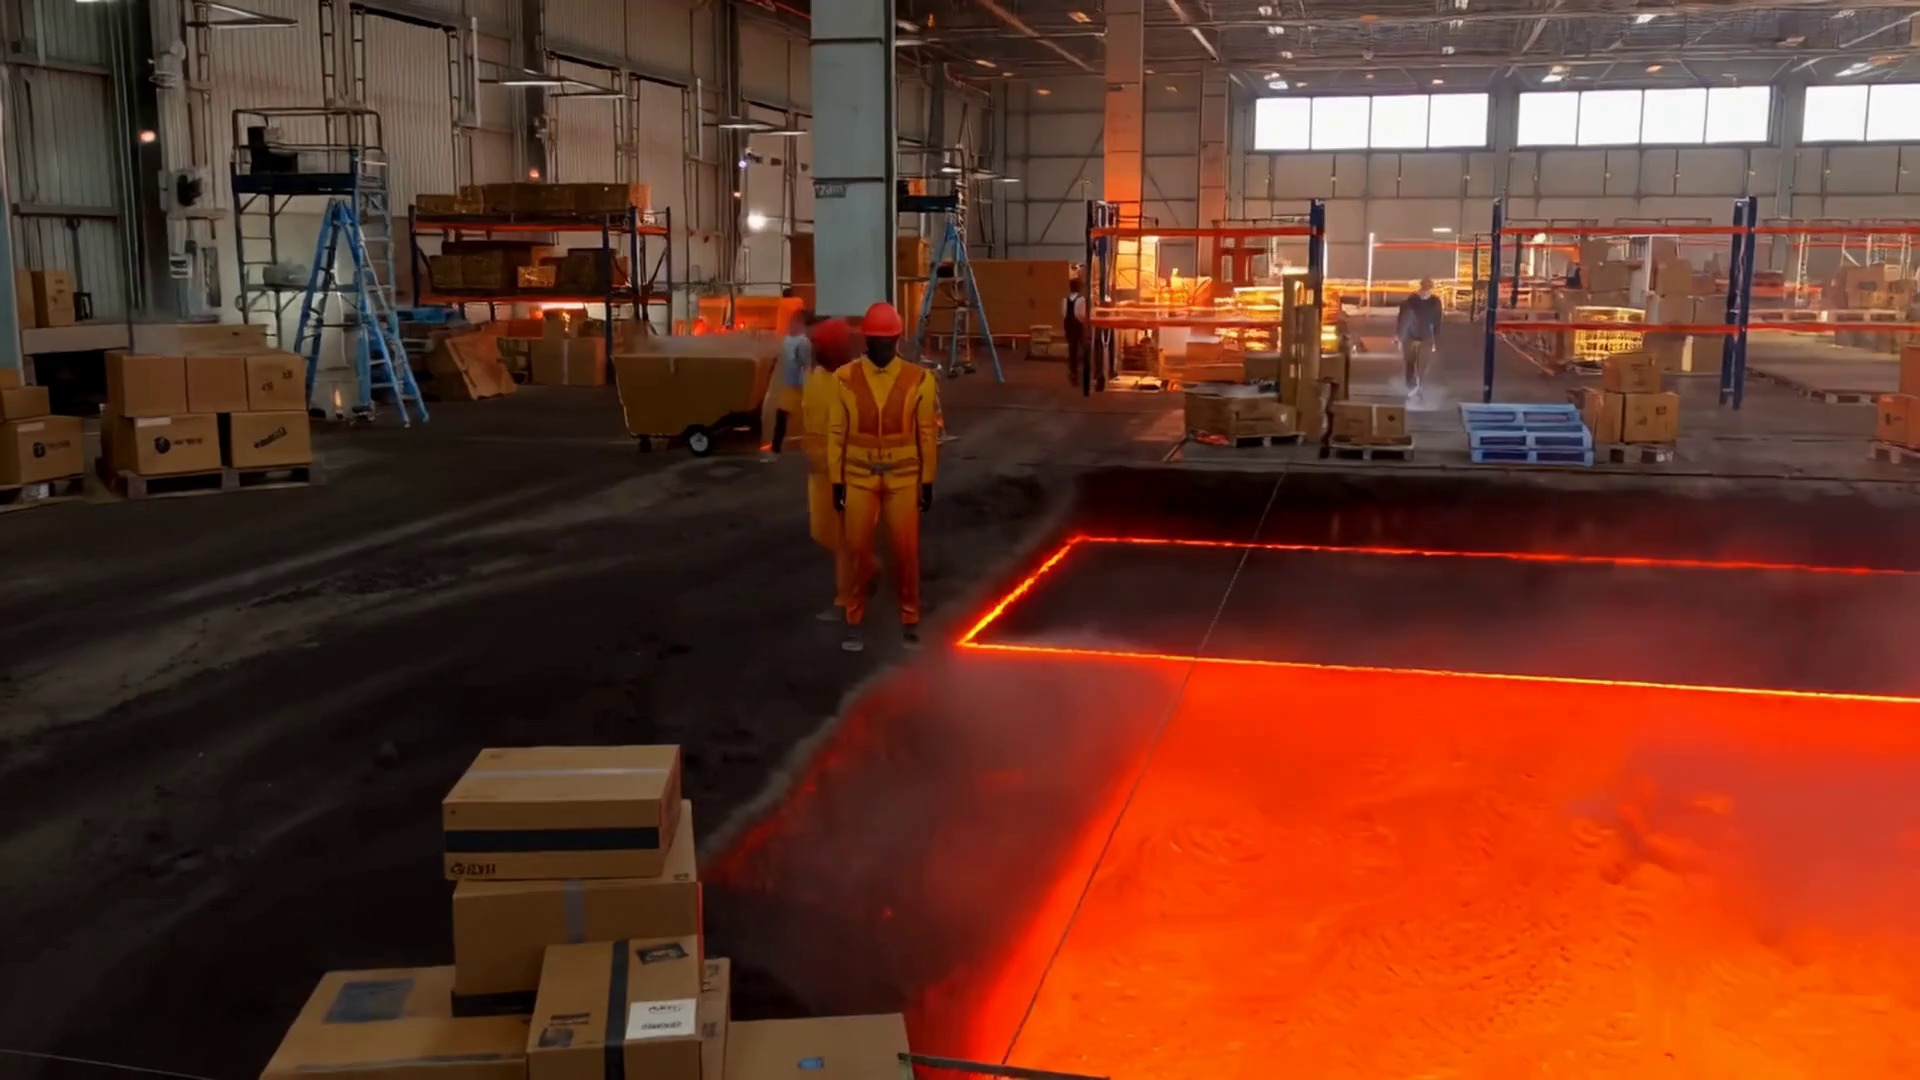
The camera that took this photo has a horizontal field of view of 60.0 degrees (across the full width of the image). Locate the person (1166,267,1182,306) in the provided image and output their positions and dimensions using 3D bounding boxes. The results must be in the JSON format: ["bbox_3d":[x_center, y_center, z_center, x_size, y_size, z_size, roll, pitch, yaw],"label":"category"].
[{"bbox_3d":[7.080,-8.149,55.377,0.586,1.869,0.581,-3,10,-17],"label":"person"}]

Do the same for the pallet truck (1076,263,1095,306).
[{"bbox_3d":[4.325,-8.180,55.162,0.823,1.965,1.885,6,11,31],"label":"pallet truck"}]

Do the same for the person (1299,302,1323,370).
[{"bbox_3d":[6.772,-4.120,32.040,0.485,1.739,0.330,-3,10,-19],"label":"person"}]

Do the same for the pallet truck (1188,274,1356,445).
[{"bbox_3d":[3.653,-2.138,19.590,1.885,1.965,0.823,-4,10,-20],"label":"pallet truck"}]

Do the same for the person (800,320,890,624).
[{"bbox_3d":[-0.662,-0.416,10.006,0.590,1.812,0.671,-8,13,-40],"label":"person"}]

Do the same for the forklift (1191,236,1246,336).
[{"bbox_3d":[7.204,-6.885,44.940,1.129,2.768,1.873,-5,11,-27],"label":"forklift"}]

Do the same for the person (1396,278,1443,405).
[{"bbox_3d":[6.865,-2.971,24.886,0.646,1.872,1.065,3,10,16],"label":"person"}]

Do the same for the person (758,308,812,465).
[{"bbox_3d":[-1.698,-1.620,17.547,0.857,1.657,0.541,-6,12,-33],"label":"person"}]

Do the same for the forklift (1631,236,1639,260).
[{"bbox_3d":[20.746,-7.812,50.402,1.129,2.768,1.873,-2,10,-10],"label":"forklift"}]

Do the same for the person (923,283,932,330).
[{"bbox_3d":[-0.856,-7.343,50.445,0.543,1.929,0.387,-7,12,-37],"label":"person"}]

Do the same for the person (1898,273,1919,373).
[{"bbox_3d":[18.038,-4.084,31.417,0.658,1.884,0.601,0,10,2],"label":"person"}]

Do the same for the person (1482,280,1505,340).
[{"bbox_3d":[13.876,-6.126,43.305,0.569,1.914,0.702,3,10,16],"label":"person"}]

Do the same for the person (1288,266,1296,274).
[{"bbox_3d":[10.285,-7.535,51.631,0.821,1.906,0.643,0,10,3],"label":"person"}]

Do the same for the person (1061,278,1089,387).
[{"bbox_3d":[1.957,-3.496,28.070,0.537,1.828,0.400,8,12,39],"label":"person"}]

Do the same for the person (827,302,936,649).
[{"bbox_3d":[-0.433,-0.344,9.217,0.603,1.938,0.425,0,10,-2],"label":"person"}]
